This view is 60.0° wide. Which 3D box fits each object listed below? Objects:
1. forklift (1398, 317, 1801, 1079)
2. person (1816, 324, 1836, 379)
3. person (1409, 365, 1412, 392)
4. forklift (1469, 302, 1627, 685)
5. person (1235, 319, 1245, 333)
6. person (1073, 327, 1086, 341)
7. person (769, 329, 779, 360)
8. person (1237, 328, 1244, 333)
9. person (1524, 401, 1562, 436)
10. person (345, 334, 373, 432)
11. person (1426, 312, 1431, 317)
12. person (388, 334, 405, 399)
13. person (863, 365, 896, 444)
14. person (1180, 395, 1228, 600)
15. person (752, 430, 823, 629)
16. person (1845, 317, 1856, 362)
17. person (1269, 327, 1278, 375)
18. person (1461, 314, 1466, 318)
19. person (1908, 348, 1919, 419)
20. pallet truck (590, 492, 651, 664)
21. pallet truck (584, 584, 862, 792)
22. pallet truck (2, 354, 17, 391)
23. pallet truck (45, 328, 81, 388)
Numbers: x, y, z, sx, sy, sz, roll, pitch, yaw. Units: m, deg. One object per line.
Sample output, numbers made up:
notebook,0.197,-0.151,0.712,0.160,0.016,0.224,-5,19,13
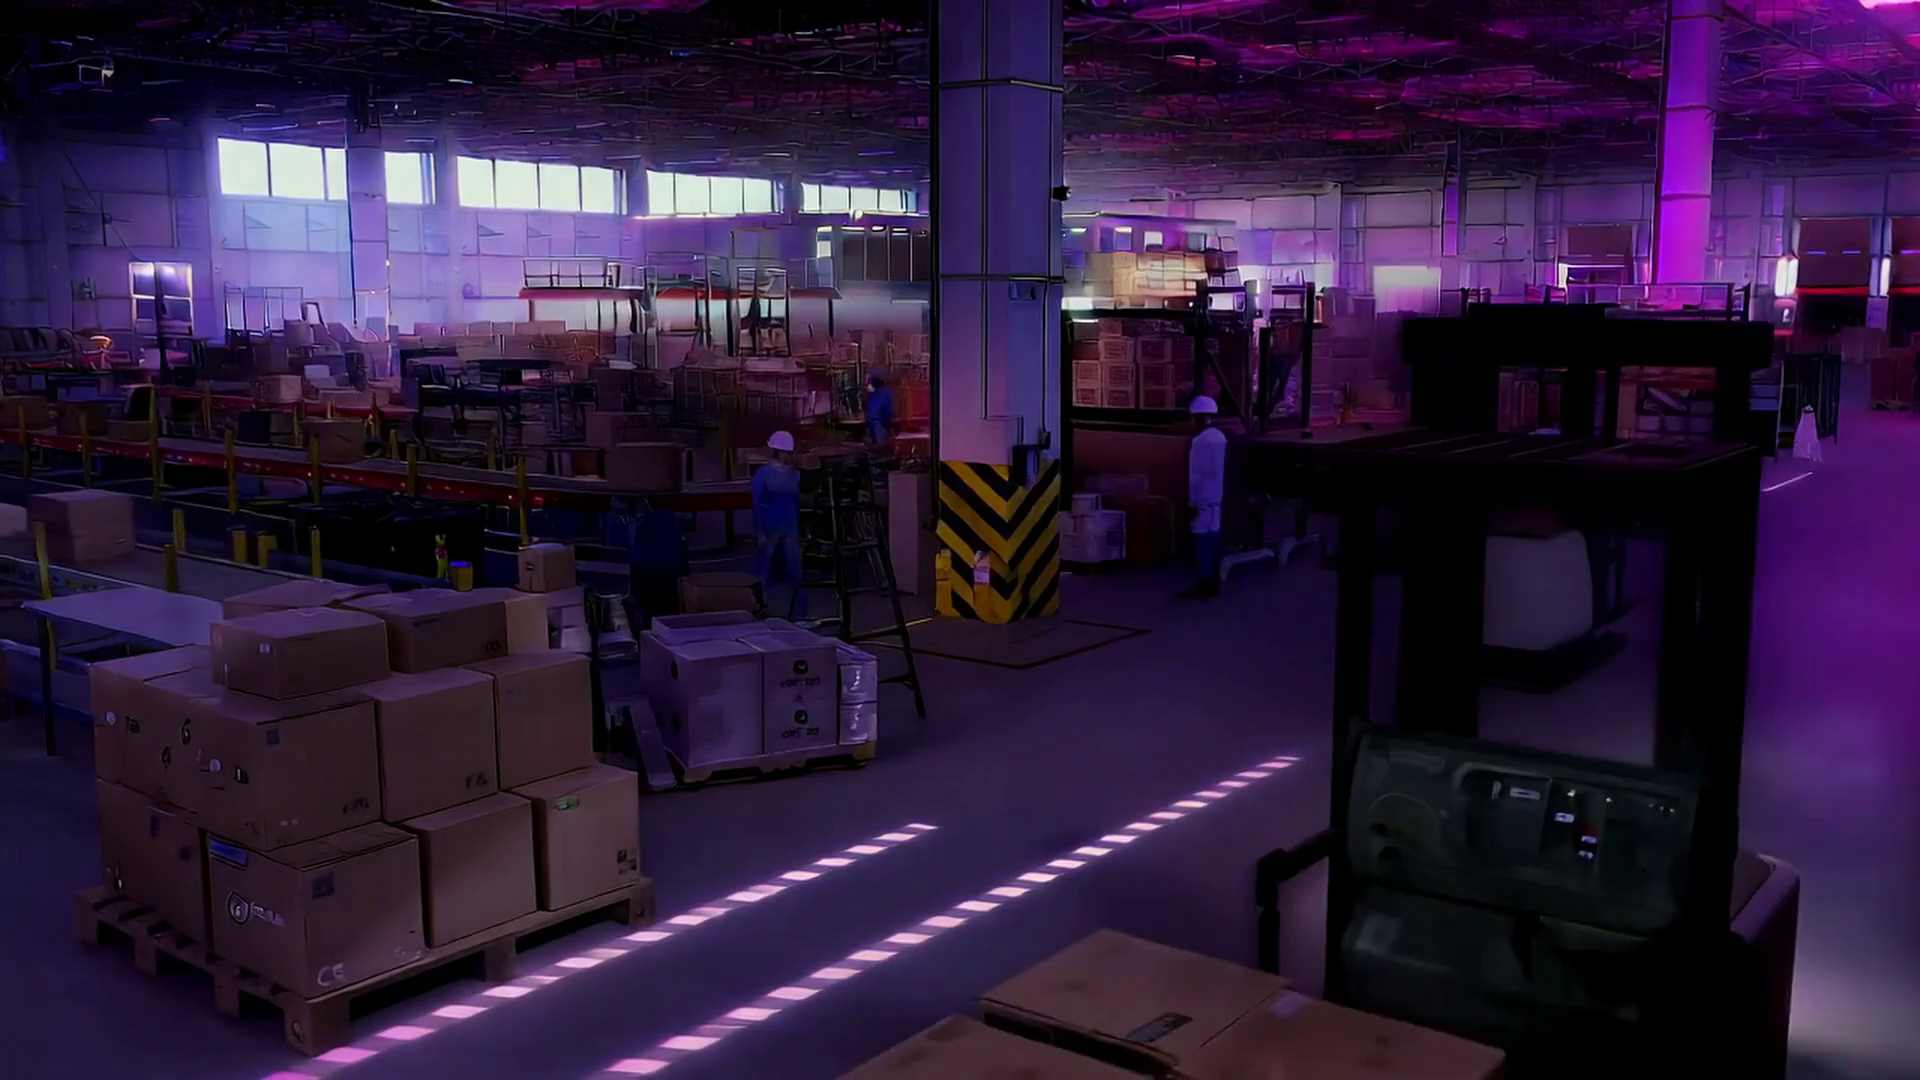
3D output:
forklift,1.749,0.747,4.863,1.129,2.768,1.873,6,11,37
person,29.393,-6.370,56.301,0.473,1.858,0.514,7,11,38
person,10.039,-3.288,36.314,0.503,1.613,0.577,6,10,34
forklift,4.379,-0.438,12.852,1.129,2.768,1.873,7,11,37
person,14.544,-10.917,86.786,0.639,1.891,0.984,-1,8,-4
person,4.219,-6.558,57.976,0.528,1.734,0.786,-6,10,-36
person,-6.948,-7.214,62.003,0.330,1.844,0.519,5,10,29
person,10.533,-7.222,62.489,0.491,1.721,0.741,2,9,15
person,6.503,-0.696,18.563,0.540,1.695,0.317,-2,9,-13
person,-12.554,-3.265,34.716,0.615,2.043,0.373,8,11,42
person,23.012,-10.280,82.251,0.645,1.977,0.620,2,9,15
person,-13.941,-4.218,41.745,0.645,1.862,0.957,8,12,44
person,-1.233,-1.742,25.196,0.434,1.817,0.623,-8,12,-44
person,2.305,-0.404,15.783,0.356,1.937,0.552,6,10,35
person,-1.522,-0.066,14.209,0.538,1.732,0.854,-7,11,-38
person,37.647,-8.493,70.372,0.416,1.915,0.608,5,10,30
person,9.627,-5.745,51.853,0.621,1.929,0.998,-8,12,-43
person,24.198,-9.903,79.877,0.488,1.915,0.576,-2,9,-13
person,22.162,-3.606,38.381,0.523,1.636,0.310,-3,9,-22
pallet truck,-3.115,0.344,12.883,0.653,1.274,1.630,7,11,37
pallet truck,-1.426,0.805,10.019,1.601,1.201,0.680,-4,9,-26
pallet truck,-24.881,-4.417,42.634,1.885,1.965,0.823,8,11,41
pallet truck,-23.775,-4.544,43.495,1.885,1.965,0.823,6,10,35
